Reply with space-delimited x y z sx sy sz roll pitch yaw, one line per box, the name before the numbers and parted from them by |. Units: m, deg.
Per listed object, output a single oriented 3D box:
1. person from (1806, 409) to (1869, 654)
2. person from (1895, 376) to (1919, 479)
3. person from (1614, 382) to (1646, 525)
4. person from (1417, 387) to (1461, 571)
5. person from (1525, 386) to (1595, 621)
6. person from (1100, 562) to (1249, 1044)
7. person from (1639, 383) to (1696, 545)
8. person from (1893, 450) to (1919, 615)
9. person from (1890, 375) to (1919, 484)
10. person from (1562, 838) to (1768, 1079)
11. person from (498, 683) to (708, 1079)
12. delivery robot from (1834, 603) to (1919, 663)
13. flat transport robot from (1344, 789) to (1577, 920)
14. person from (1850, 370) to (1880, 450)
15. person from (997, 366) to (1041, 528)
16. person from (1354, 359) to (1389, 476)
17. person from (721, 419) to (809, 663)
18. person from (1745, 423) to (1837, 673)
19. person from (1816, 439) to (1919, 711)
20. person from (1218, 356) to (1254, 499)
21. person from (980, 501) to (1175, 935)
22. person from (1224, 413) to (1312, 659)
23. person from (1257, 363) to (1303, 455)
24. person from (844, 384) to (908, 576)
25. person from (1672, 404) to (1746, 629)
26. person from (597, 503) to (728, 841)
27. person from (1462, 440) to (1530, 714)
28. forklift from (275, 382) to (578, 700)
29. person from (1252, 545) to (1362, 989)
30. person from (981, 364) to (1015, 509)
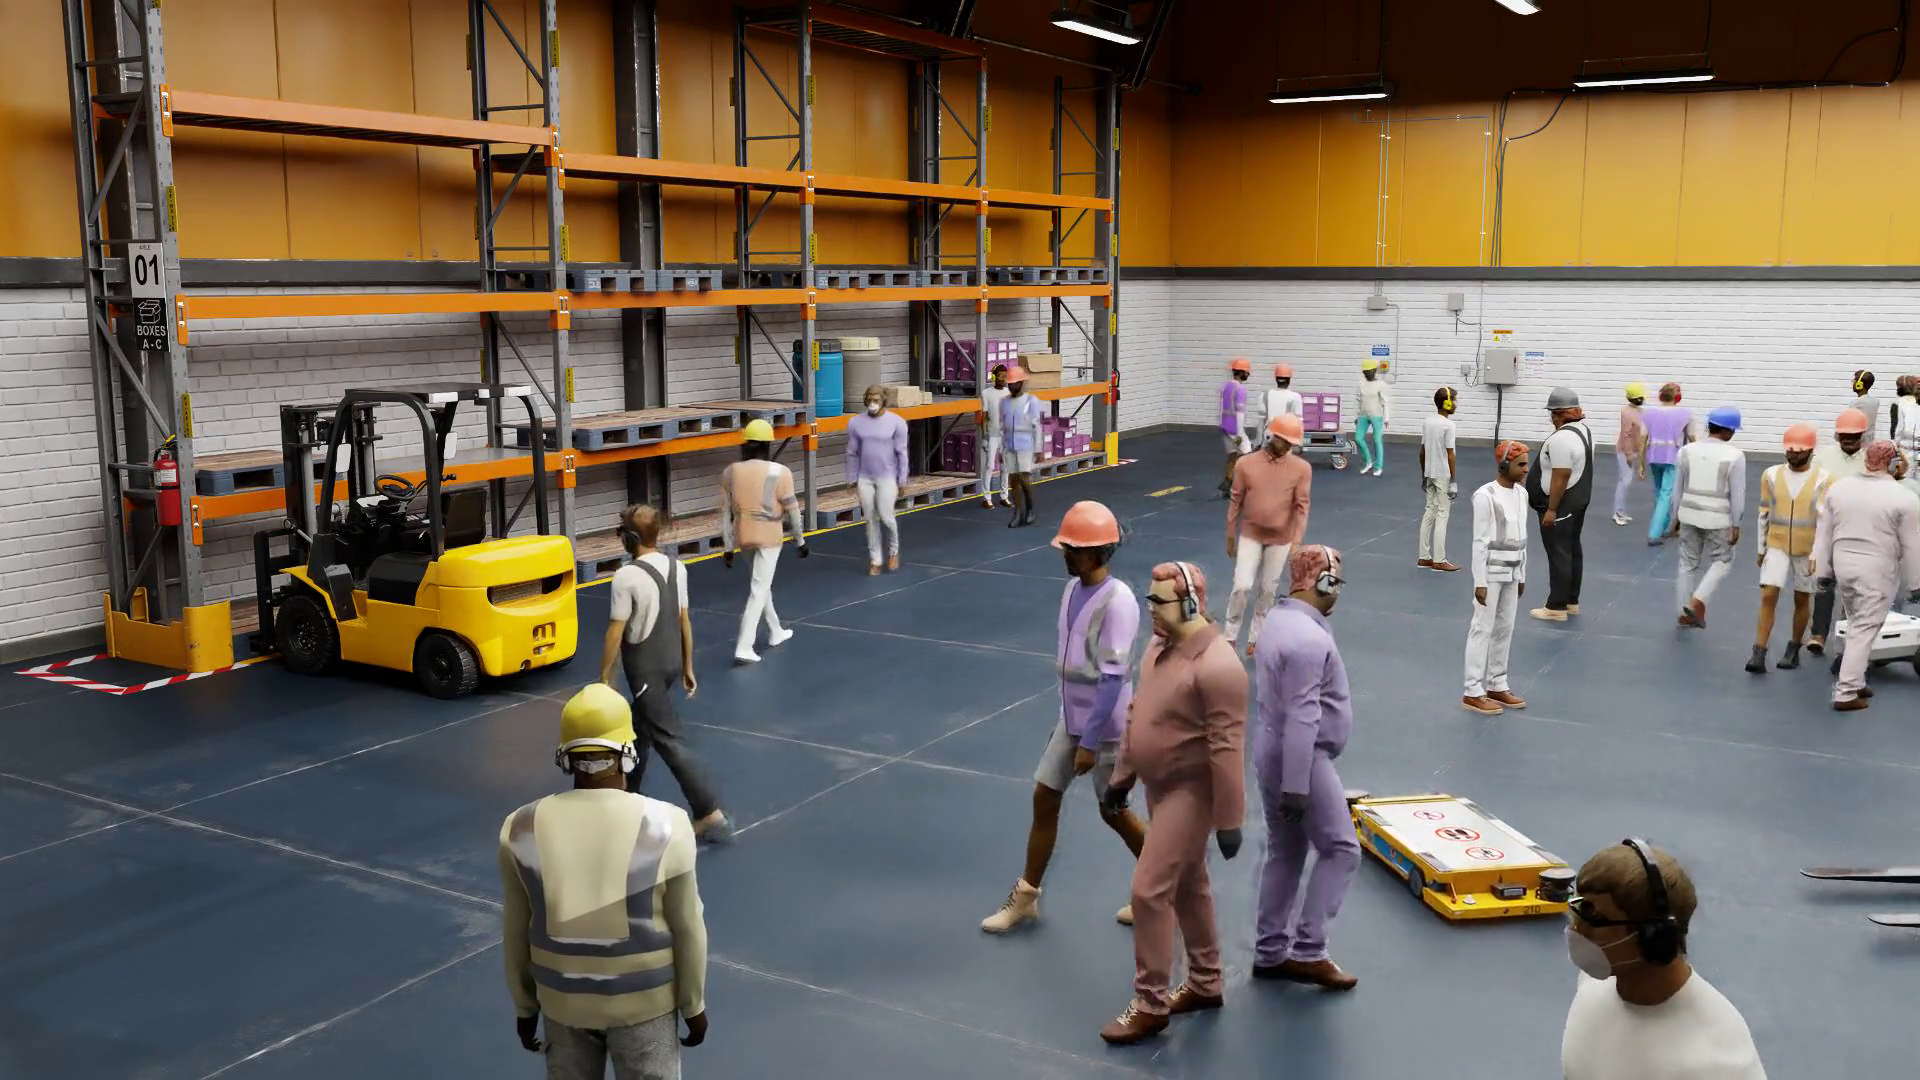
person | 7.047 -0.070 13.215 0.632 1.938 1.026 6 11 34
person | 10.830 -0.932 18.895 0.924 1.841 0.606 -6 11 -35
person | 8.063 -1.041 19.979 0.365 1.724 0.647 7 12 38
person | 4.873 -0.617 16.870 0.312 1.866 0.538 -3 10 -20
person | 5.215 -0.329 14.530 0.535 2.000 0.686 7 12 39
person | 0.767 1.020 6.589 0.755 1.881 0.657 -2 9 -14
person | 7.907 -0.856 18.596 0.563 1.790 0.993 9 13 43
person | 7.518 0.037 13.595 0.787 1.594 0.531 -4 10 -23
person | 11.491 -1.104 20.173 0.642 1.777 1.002 -1 9 -5
person | 1.360 1.533 3.428 1.060 1.874 0.633 -1 9 -7
person | -1.034 1.326 4.891 0.596 1.825 0.403 1 9 6
delivery robot | 6.894 0.705 12.409 0.707 0.478 0.477 -3 10 -20
flat transport robot | 2.450 1.542 8.358 0.652 0.197 1.431 -2 9 -10
person | 10.650 -1.080 19.737 0.514 1.876 0.328 -6 11 -33
person | 0.671 -1.092 19.628 0.556 1.925 0.397 6 11 31
person | 6.134 -1.822 24.763 0.470 1.740 0.637 -9 13 -43
person | -1.571 -0.004 13.037 0.605 1.877 1.014 4 10 25
person | 6.187 0.083 12.408 0.543 1.894 0.909 7 12 38
person | 6.333 0.239 11.476 0.745 1.878 0.661 -5 10 -28
person | 3.678 -1.477 22.099 0.401 1.923 0.544 -3 10 -17
person | 0.600 0.813 7.565 0.945 2.008 0.615 -4 10 -24
person | 2.376 -0.015 12.879 0.648 1.940 0.570 2 9 12
person | 4.017 -1.277 20.938 0.560 1.897 0.987 6 11 32
person | -0.842 -0.591 16.552 0.632 1.925 0.430 3 9 16
person | 6.224 -0.174 13.902 0.487 1.926 0.650 -7 12 -39
person | -1.622 0.697 8.914 0.984 1.801 0.527 5 10 29
person | 3.707 0.249 11.430 0.577 1.880 0.355 -7 12 -38
forklift | -3.974 -0.067 12.417 2.313 2.155 1.214 5 11 30
person | 1.503 0.958 7.021 0.573 1.871 0.711 0 9 -2
person | 0.495 -1.324 21.318 0.515 1.861 0.320 -5 10 -29
